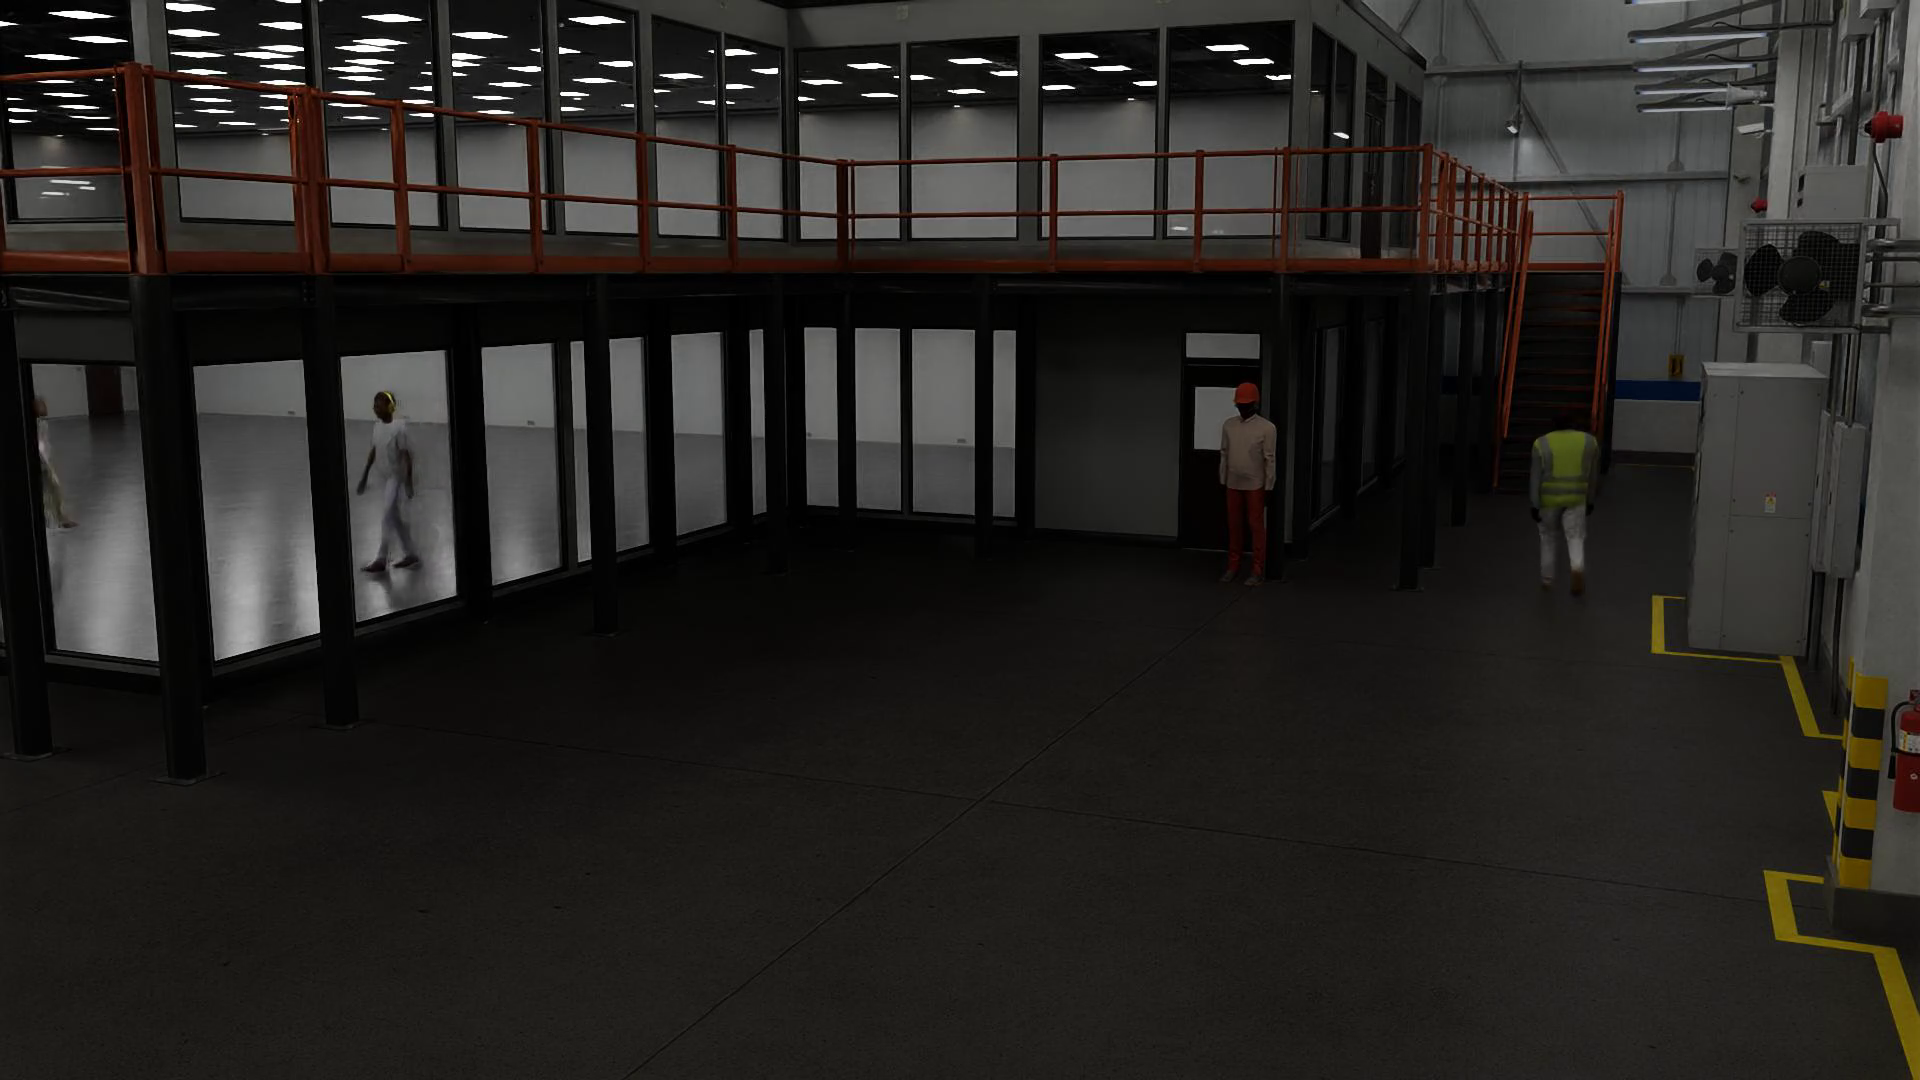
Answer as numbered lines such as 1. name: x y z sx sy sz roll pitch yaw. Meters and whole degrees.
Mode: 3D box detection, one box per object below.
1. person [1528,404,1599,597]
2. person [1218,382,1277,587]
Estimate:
1. person: 5.653 -0.365 15.592 0.639 1.823 0.743 1 9 8
2. person: 2.778 -0.542 16.174 0.612 1.986 0.407 8 12 41
